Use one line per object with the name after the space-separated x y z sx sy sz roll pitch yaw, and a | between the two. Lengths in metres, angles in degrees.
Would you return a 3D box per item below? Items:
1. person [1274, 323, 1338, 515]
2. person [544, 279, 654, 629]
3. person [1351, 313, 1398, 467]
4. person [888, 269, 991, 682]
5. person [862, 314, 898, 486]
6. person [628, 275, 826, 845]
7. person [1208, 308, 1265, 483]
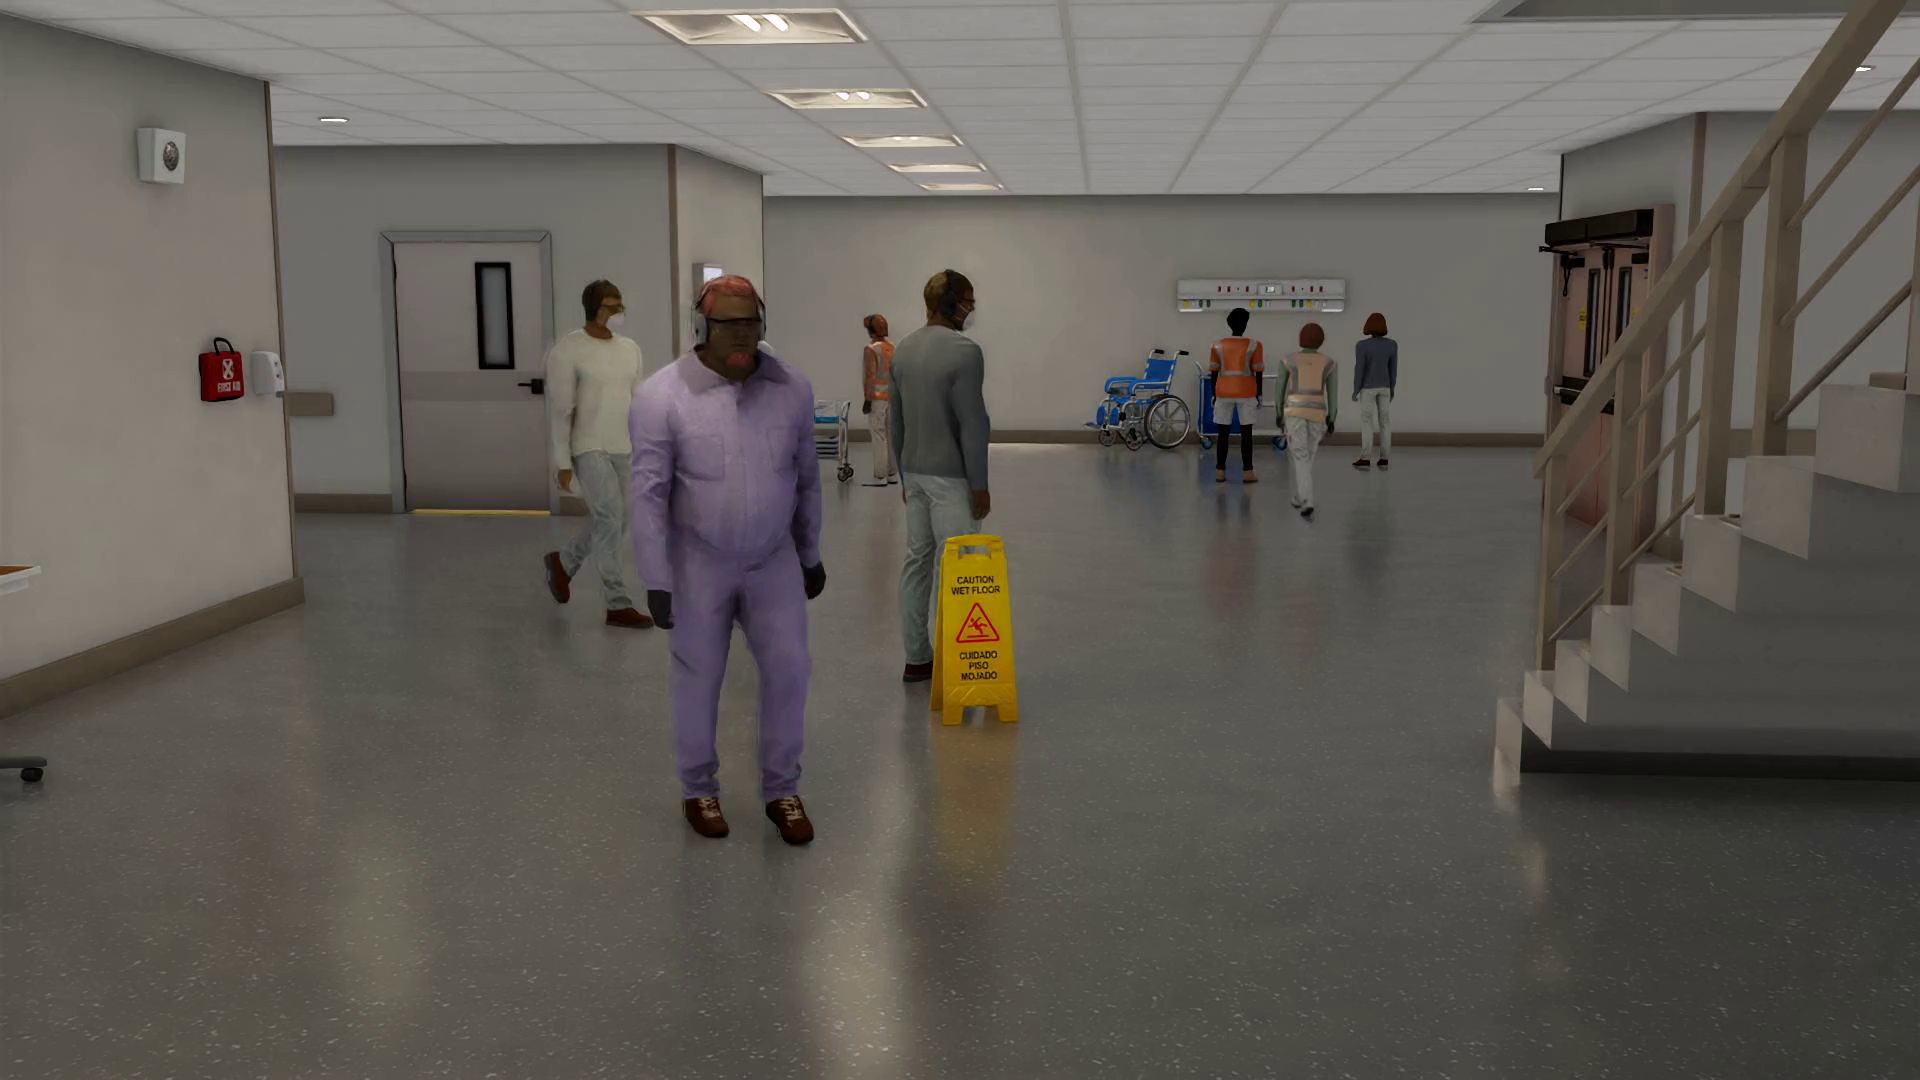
2.893 -1.014 13.885 0.504 1.590 0.880 0 8 -2 | person
-2.035 -0.480 9.201 0.810 1.915 0.631 6 10 33 | person
4.383 -1.582 17.597 0.505 1.633 0.279 -3 9 -17 | person
-0.082 -0.274 7.682 0.375 1.936 0.627 -6 11 -37 | person
-0.769 -1.326 15.847 0.311 1.636 0.522 4 9 25 | person
-0.726 0.082 5.463 0.724 1.877 0.687 -4 9 -27 | person
2.675 -1.391 16.085 0.540 1.696 0.315 3 9 19 | person
